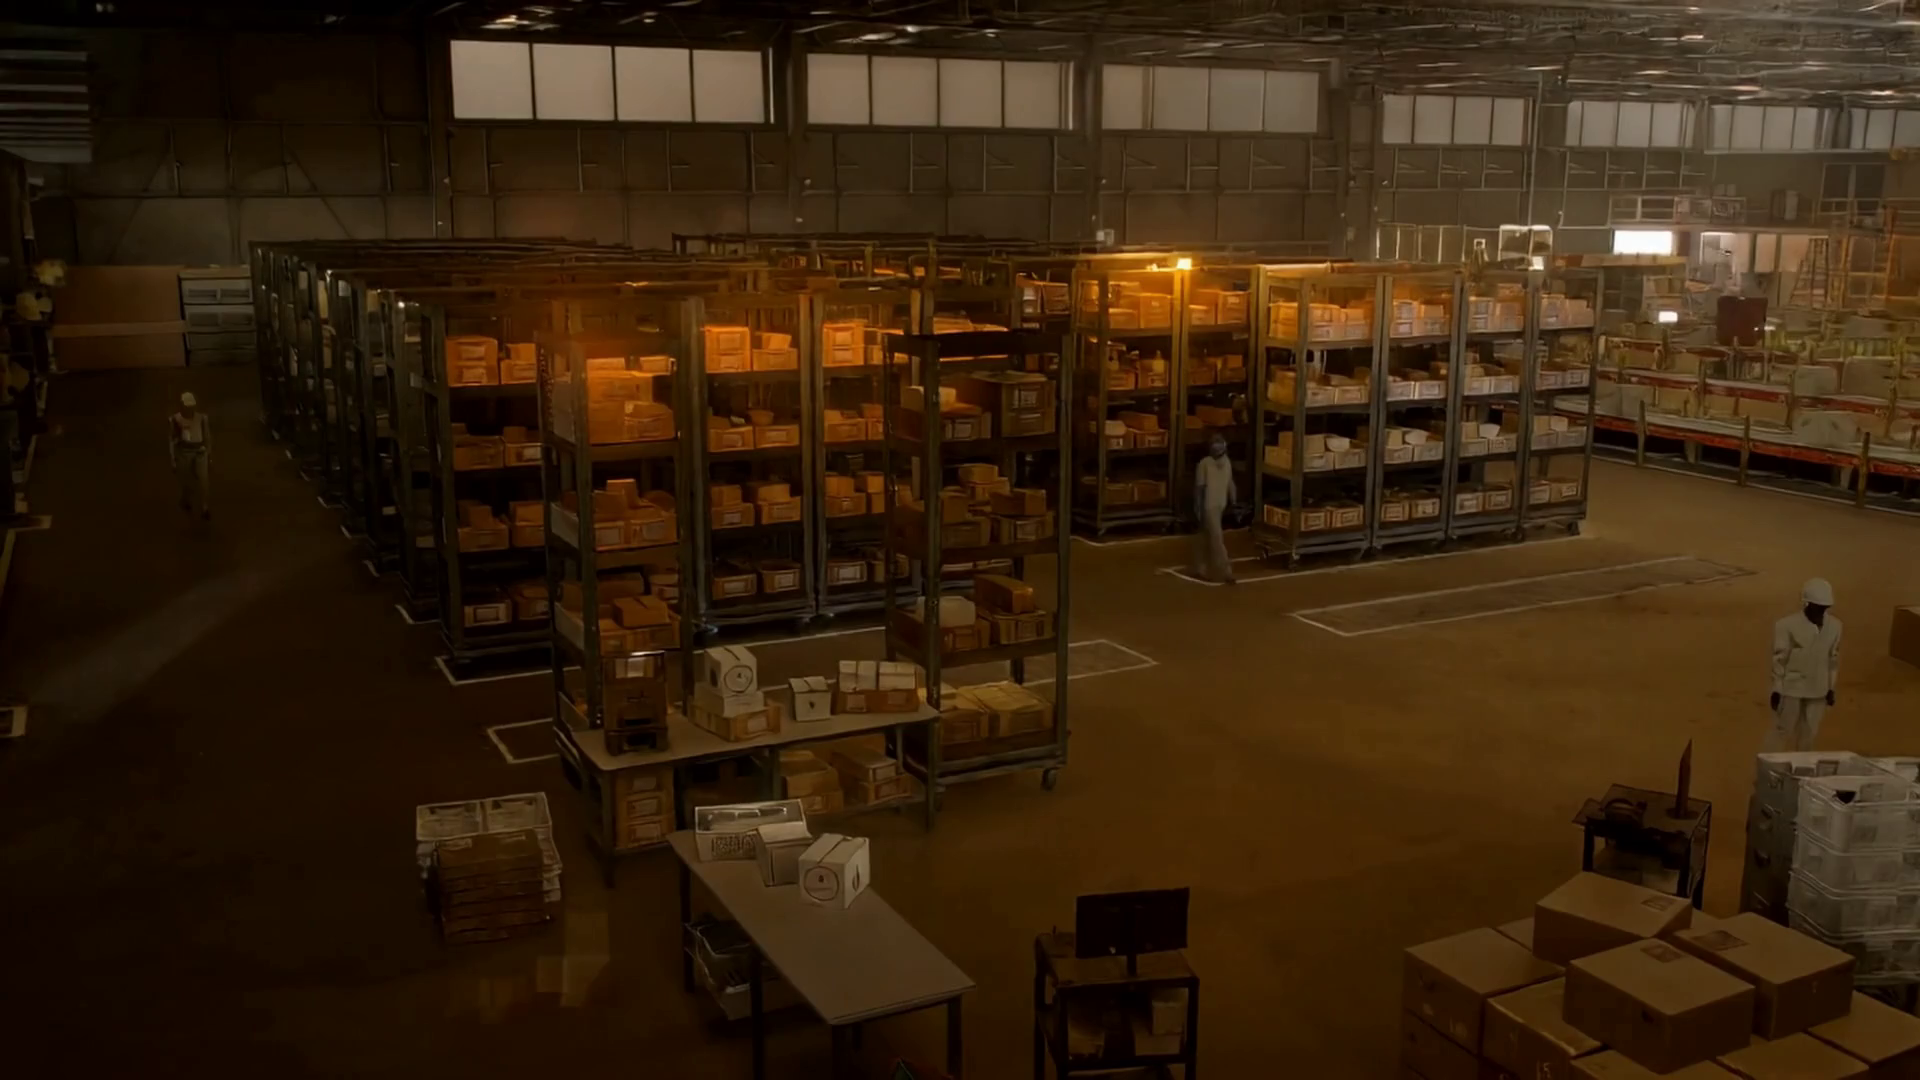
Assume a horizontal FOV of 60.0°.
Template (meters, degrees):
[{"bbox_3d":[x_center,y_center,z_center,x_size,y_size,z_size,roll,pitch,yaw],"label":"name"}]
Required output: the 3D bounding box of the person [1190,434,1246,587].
[{"bbox_3d":[3.089,-0.355,19.701,0.595,1.797,0.936,-11,16,-43],"label":"person"}]

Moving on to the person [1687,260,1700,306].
[{"bbox_3d":[27.909,-9.708,63.263,0.585,1.882,0.344,-6,14,-27],"label":"person"}]

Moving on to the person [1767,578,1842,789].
[{"bbox_3d":[6.536,1.137,12.850,0.573,1.746,0.345,-2,12,-10],"label":"person"}]

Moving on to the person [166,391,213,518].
[{"bbox_3d":[-11.040,-1.241,23.847,0.599,1.809,0.777,-9,15,-37],"label":"person"}]

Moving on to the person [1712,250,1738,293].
[{"bbox_3d":[33.549,-11.752,72.864,1.057,1.876,0.609,7,14,30],"label":"person"}]

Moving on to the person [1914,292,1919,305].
[{"bbox_3d":[38.237,-10.200,65.560,0.572,1.878,1.005,-10,16,-39],"label":"person"}]
